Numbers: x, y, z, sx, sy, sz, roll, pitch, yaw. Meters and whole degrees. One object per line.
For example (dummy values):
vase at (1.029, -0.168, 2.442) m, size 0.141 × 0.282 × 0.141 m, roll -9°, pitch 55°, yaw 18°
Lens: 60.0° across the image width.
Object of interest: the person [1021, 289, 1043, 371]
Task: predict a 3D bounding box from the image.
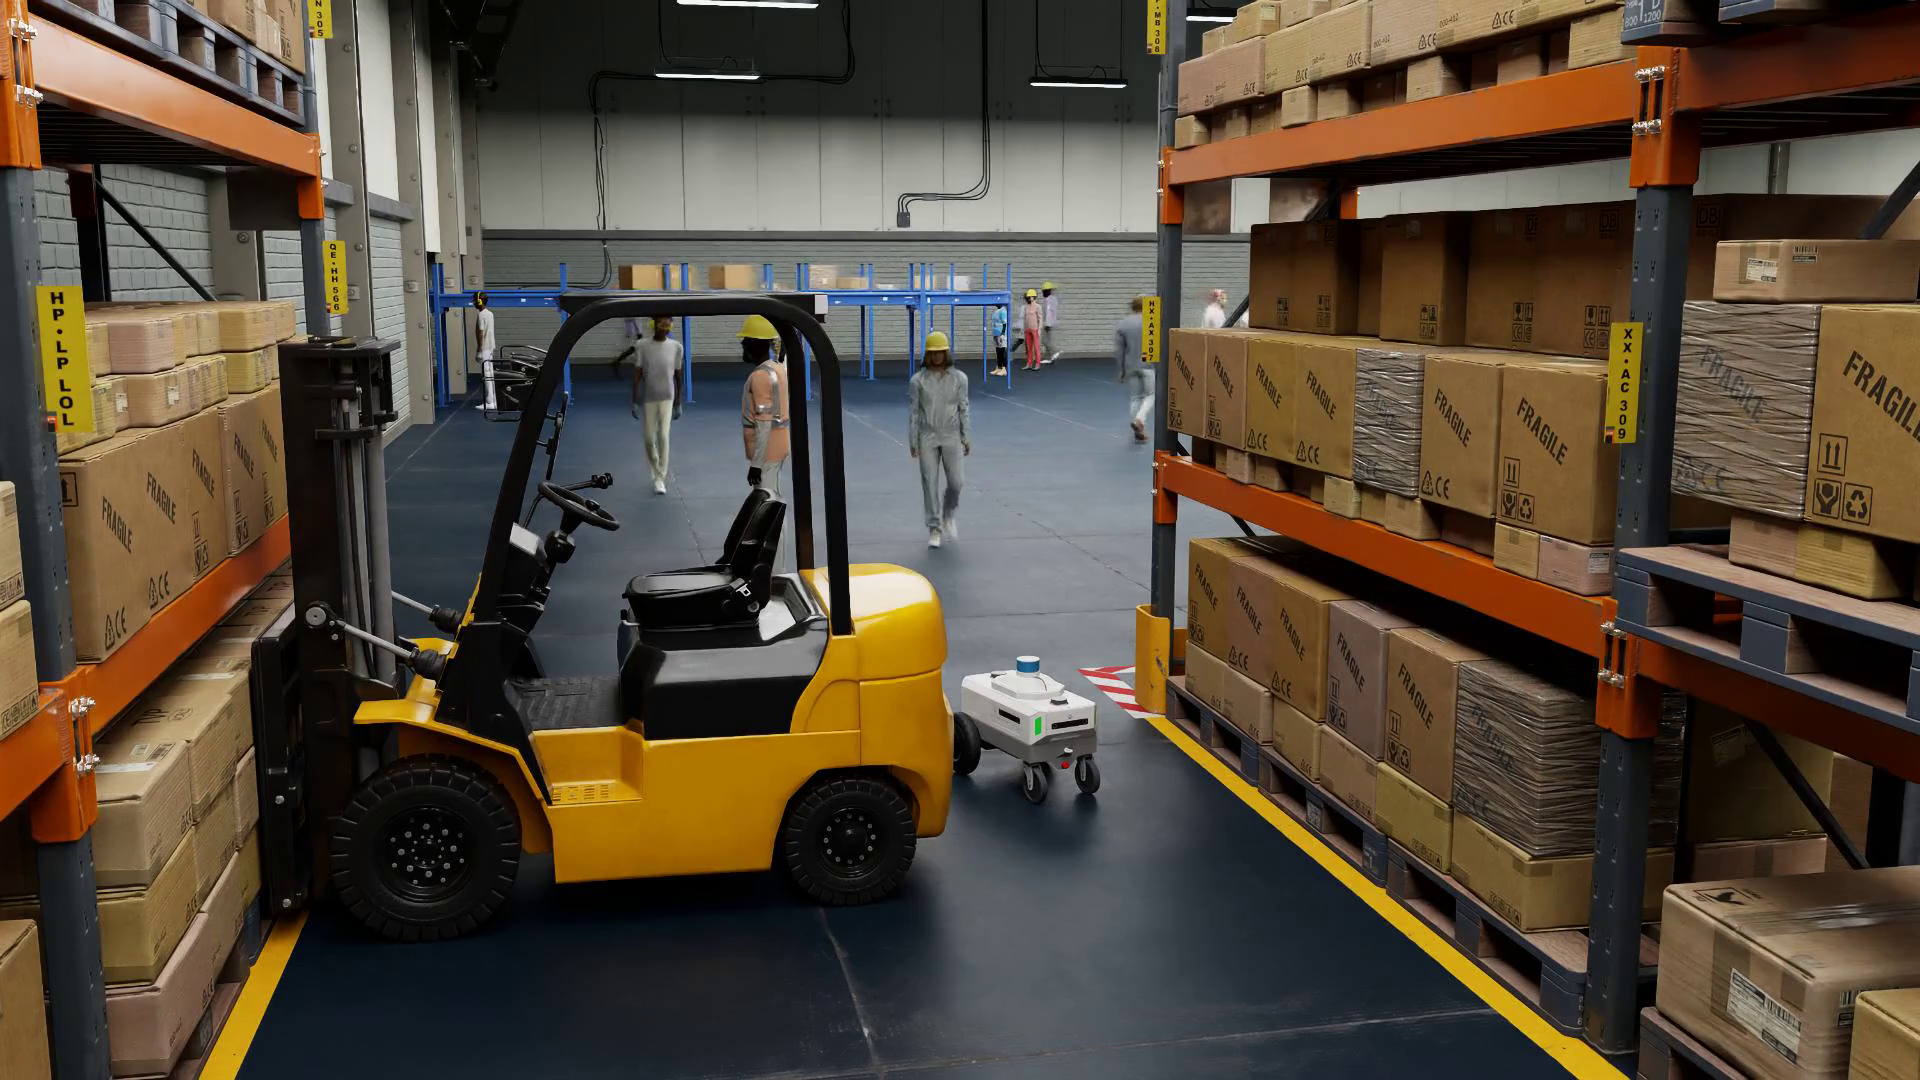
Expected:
person at (1.574, -4.606, 36.456) m, size 0.315 × 1.767 × 0.535 m, roll -8°, pitch 13°, yaw -42°

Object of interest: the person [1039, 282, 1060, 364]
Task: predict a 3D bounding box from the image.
person at (2.048, -5.074, 38.872) m, size 0.422 × 1.908 × 0.607 m, roll 1°, pitch 9°, yaw 9°

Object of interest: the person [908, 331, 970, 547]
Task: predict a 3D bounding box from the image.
person at (-0.170, -0.807, 13.389) m, size 0.509 × 1.731 × 0.387 m, roll -1°, pitch 9°, yaw -5°

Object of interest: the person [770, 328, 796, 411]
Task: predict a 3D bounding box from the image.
person at (-2.788, -2.963, 26.223) m, size 0.429 × 1.843 × 0.622 m, roll 0°, pitch 9°, yaw -2°

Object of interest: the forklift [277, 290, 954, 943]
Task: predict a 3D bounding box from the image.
forklift at (-1.179, 0.175, 6.143) m, size 2.313 × 2.155 × 1.214 m, roll -2°, pitch 10°, yaw -12°

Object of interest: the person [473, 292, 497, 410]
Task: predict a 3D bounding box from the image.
person at (-7.573, -3.019, 26.507) m, size 0.311 × 1.863 × 0.509 m, roll 0°, pitch 9°, yaw 3°

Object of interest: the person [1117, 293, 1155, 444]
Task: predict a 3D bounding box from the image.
person at (2.288, -2.183, 21.209) m, size 0.654 × 1.925 × 0.547 m, roll 5°, pitch 11°, yaw 29°

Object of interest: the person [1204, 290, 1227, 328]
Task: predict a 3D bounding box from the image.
person at (4.289, -3.115, 27.025) m, size 0.873 × 1.872 × 0.683 m, roll 0°, pitch 9°, yaw 2°

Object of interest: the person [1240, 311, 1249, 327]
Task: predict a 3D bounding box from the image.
person at (4.374, -2.726, 24.480) m, size 0.635 × 1.932 × 0.439 m, roll 5°, pitch 11°, yaw 29°

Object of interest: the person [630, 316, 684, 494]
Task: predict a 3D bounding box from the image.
person at (-3.063, -1.421, 16.819) m, size 0.546 × 1.842 × 0.735 m, roll -2°, pitch 10°, yaw -12°

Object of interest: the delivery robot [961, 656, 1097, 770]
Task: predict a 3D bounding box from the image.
delivery robot at (0.299, 0.754, 7.311) m, size 0.477 × 0.478 × 0.707 m, roll -5°, pitch 11°, yaw -28°

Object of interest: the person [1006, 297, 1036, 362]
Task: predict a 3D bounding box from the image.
person at (1.485, -5.085, 39.757) m, size 0.859 × 1.641 × 0.533 m, roll -2°, pitch 10°, yaw -12°

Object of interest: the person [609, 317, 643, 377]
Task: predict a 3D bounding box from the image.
person at (-6.804, -4.332, 34.331) m, size 0.830 × 1.917 × 0.538 m, roll -1°, pitch 9°, yaw -9°

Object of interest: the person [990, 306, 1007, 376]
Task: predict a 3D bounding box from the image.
person at (0.825, -4.272, 34.636) m, size 0.319 × 1.697 × 0.532 m, roll -3°, pitch 10°, yaw -20°

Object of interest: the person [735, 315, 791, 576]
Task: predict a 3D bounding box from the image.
person at (-1.369, -0.606, 11.578) m, size 0.363 × 1.930 × 0.588 m, roll 0°, pitch 9°, yaw 2°
